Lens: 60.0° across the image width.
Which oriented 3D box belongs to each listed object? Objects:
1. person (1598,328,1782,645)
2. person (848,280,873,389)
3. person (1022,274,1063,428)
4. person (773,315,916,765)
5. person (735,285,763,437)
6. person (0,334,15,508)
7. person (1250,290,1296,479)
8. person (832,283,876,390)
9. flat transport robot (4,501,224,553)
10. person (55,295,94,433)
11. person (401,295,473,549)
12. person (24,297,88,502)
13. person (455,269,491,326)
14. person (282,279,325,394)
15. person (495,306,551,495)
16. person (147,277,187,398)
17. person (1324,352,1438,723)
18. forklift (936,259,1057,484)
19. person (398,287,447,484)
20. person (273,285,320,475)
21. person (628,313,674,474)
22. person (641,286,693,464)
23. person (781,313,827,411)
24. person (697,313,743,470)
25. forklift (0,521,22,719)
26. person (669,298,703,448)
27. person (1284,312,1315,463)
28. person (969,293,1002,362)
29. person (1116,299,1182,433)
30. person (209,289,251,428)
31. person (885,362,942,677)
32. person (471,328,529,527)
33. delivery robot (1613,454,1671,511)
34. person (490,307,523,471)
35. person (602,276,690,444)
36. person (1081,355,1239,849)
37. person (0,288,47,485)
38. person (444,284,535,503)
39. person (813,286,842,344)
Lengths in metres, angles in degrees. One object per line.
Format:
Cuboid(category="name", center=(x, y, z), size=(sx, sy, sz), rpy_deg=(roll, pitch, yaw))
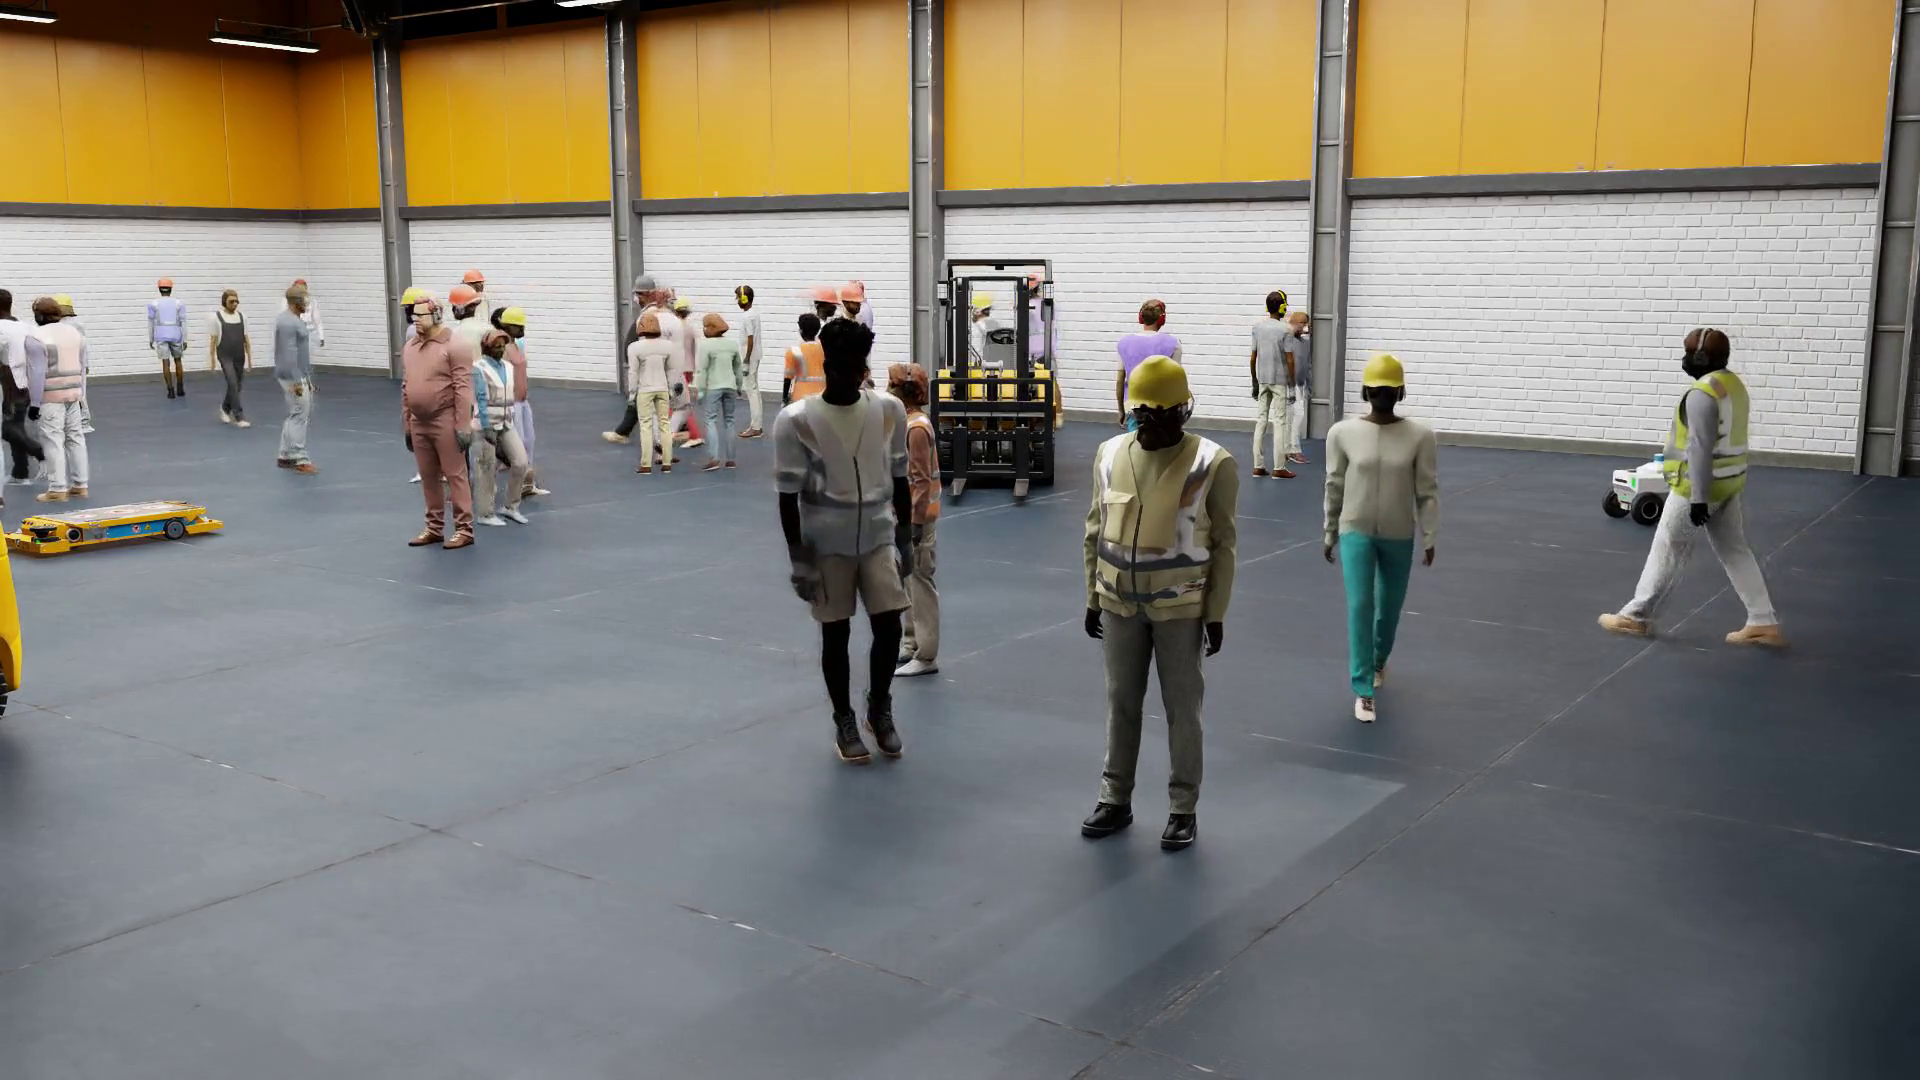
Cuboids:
Cuboid(category="person", center=(4.217, -0.300, 9.403), size=(0.974, 1.794, 0.650), rpy_deg=(9, 13, 43))
Cuboid(category="person", center=(-1.347, -2.393, 21.513), size=(0.408, 1.908, 0.641), rpy_deg=(-4, 10, -20))
Cuboid(category="person", center=(0.963, -2.442, 21.604), size=(0.634, 1.986, 0.811), rpy_deg=(-7, 12, -35))
Cuboid(category="person", center=(-0.465, 0.022, 7.042), size=(0.643, 1.932, 0.506), rpy_deg=(-4, 10, -21))
Cuboid(category="person", center=(-2.592, -2.188, 20.421), size=(0.327, 1.865, 0.517), rpy_deg=(1, 10, 4))
Cuboid(category="person", center=(-8.658, -1.213, 14.697), size=(0.513, 1.837, 0.789), rpy_deg=(-6, 11, -34))
Cuboid(category="person", center=(3.126, -1.541, 16.552), size=(0.528, 1.871, 0.323), rpy_deg=(9, 13, 43))
Cuboid(category="person", center=(-1.151, -1.773, 17.805), size=(0.383, 1.925, 0.573), rpy_deg=(5, 11, 28))
Cuboid(category="flat transport robot", center=(-6.530, -0.116, 12.817), size=(0.652, 0.197, 1.431), rpy_deg=(7, 12, 35))
Cuboid(category="person", center=(-11.204, -2.203, 20.894), size=(0.484, 1.735, 0.311), rpy_deg=(-3, 10, -17))
Cuboid(category="person", center=(-3.951, -0.884, 12.546), size=(0.668, 1.905, 0.406), rpy_deg=(5, 11, 27))
Cuboid(category="person", center=(-8.150, -1.262, 14.983), size=(0.428, 1.839, 0.642), rpy_deg=(2, 10, 12))
Cuboid(category="person", center=(-6.710, -2.728, 23.089), size=(0.356, 2.047, 0.615), rpy_deg=(6, 11, 30))
Cuboid(category="person", center=(-10.576, -3.275, 26.919), size=(0.895, 1.848, 0.611), rpy_deg=(8, 13, 41))
Cuboid(category="person", center=(-4.100, -1.259, 15.222), size=(0.521, 1.751, 0.547), rpy_deg=(1, 10, 8))
Cuboid(category="person", center=(-12.560, -3.204, 26.361), size=(0.547, 1.907, 0.842), rpy_deg=(-5, 11, -30))
Cuboid(category="person", center=(2.029, -0.050, 8.071), size=(0.527, 1.740, 0.811), rpy_deg=(1, 10, 8))
Cuboid(category="forklift", center=(0.370, -1.738, 16.759), size=(1.214, 2.155, 2.313), rpy_deg=(1, 10, 3))
Cuboid(category="person", center=(-5.210, -1.490, 16.129), size=(0.498, 1.906, 0.609), rpy_deg=(1, 10, 6))
Cuboid(category="person", center=(-6.802, -1.627, 16.939), size=(0.466, 1.916, 0.829), rpy_deg=(-2, 10, -13))
Cuboid(category="person", center=(-3.136, -1.482, 16.901), size=(0.500, 1.633, 0.281), rpy_deg=(-7, 12, -35))
Cuboid(category="person", center=(-3.111, -1.735, 17.624), size=(0.653, 1.895, 0.434), rpy_deg=(7, 12, 35))
Cuboid(category="person", center=(-1.447, -1.317, 15.817), size=(0.551, 1.655, 0.821), rpy_deg=(-5, 11, -30))
Cuboid(category="person", center=(-2.472, -1.536, 17.253), size=(0.545, 1.632, 0.322), rpy_deg=(-8, 12, -39))
Cuboid(category="forklift", center=(-5.296, -0.090, 6.943), size=(1.214, 2.155, 2.313), rpy_deg=(7, 12, 35))
Cuboid(category="person", center=(-3.254, -1.923, 19.227), size=(0.582, 1.728, 0.581), rpy_deg=(4, 10, 21))
Cuboid(category="person", center=(3.649, -1.620, 17.742), size=(0.556, 1.613, 0.523), rpy_deg=(8, 12, 40))
Cuboid(category="person", center=(0.205, -1.938, 19.154), size=(0.911, 1.782, 0.623), rpy_deg=(6, 11, 34))
Cuboid(category="person", center=(1.568, -1.075, 13.842), size=(0.566, 1.844, 0.381), rpy_deg=(4, 11, 25))
Cuboid(category="person", center=(-9.568, -2.382, 21.769), size=(0.881, 1.812, 0.511), rpy_deg=(8, 12, 38))
Cuboid(category="person", center=(-0.251, -0.109, 8.700), size=(0.315, 1.641, 0.515), rpy_deg=(-2, 10, -10))
Cuboid(category="person", center=(-3.727, -0.899, 13.478), size=(0.480, 1.620, 0.508), rpy_deg=(5, 11, 28))
Cuboid(category="delivery robot", center=(5.806, -0.470, 13.802), size=(0.707, 0.478, 0.477), rpy_deg=(-2, 10, -11))
Cuboid(category="person", center=(-4.661, -1.537, 17.043), size=(0.550, 1.686, 0.371), rpy_deg=(4, 10, 23))
Cuboid(category="person", center=(-3.703, -2.160, 19.728), size=(1.045, 2.000, 0.696), rpy_deg=(-1, 10, -6))
Cuboid(category="person", center=(0.716, 0.227, 6.162), size=(0.586, 1.823, 0.403), rpy_deg=(5, 11, 28))
Cuboid(category="person", center=(-9.030, -1.458, 15.953), size=(0.545, 1.899, 0.618), rpy_deg=(-1, 10, -5))
Cuboid(category="person", center=(-4.235, -1.278, 14.708), size=(0.828, 1.968, 0.626), rpy_deg=(4, 10, 21))
Cuboid(category="person", center=(-1.358, -1.667, 17.233), size=(0.813, 1.903, 0.564), rpy_deg=(0, 10, 3))
